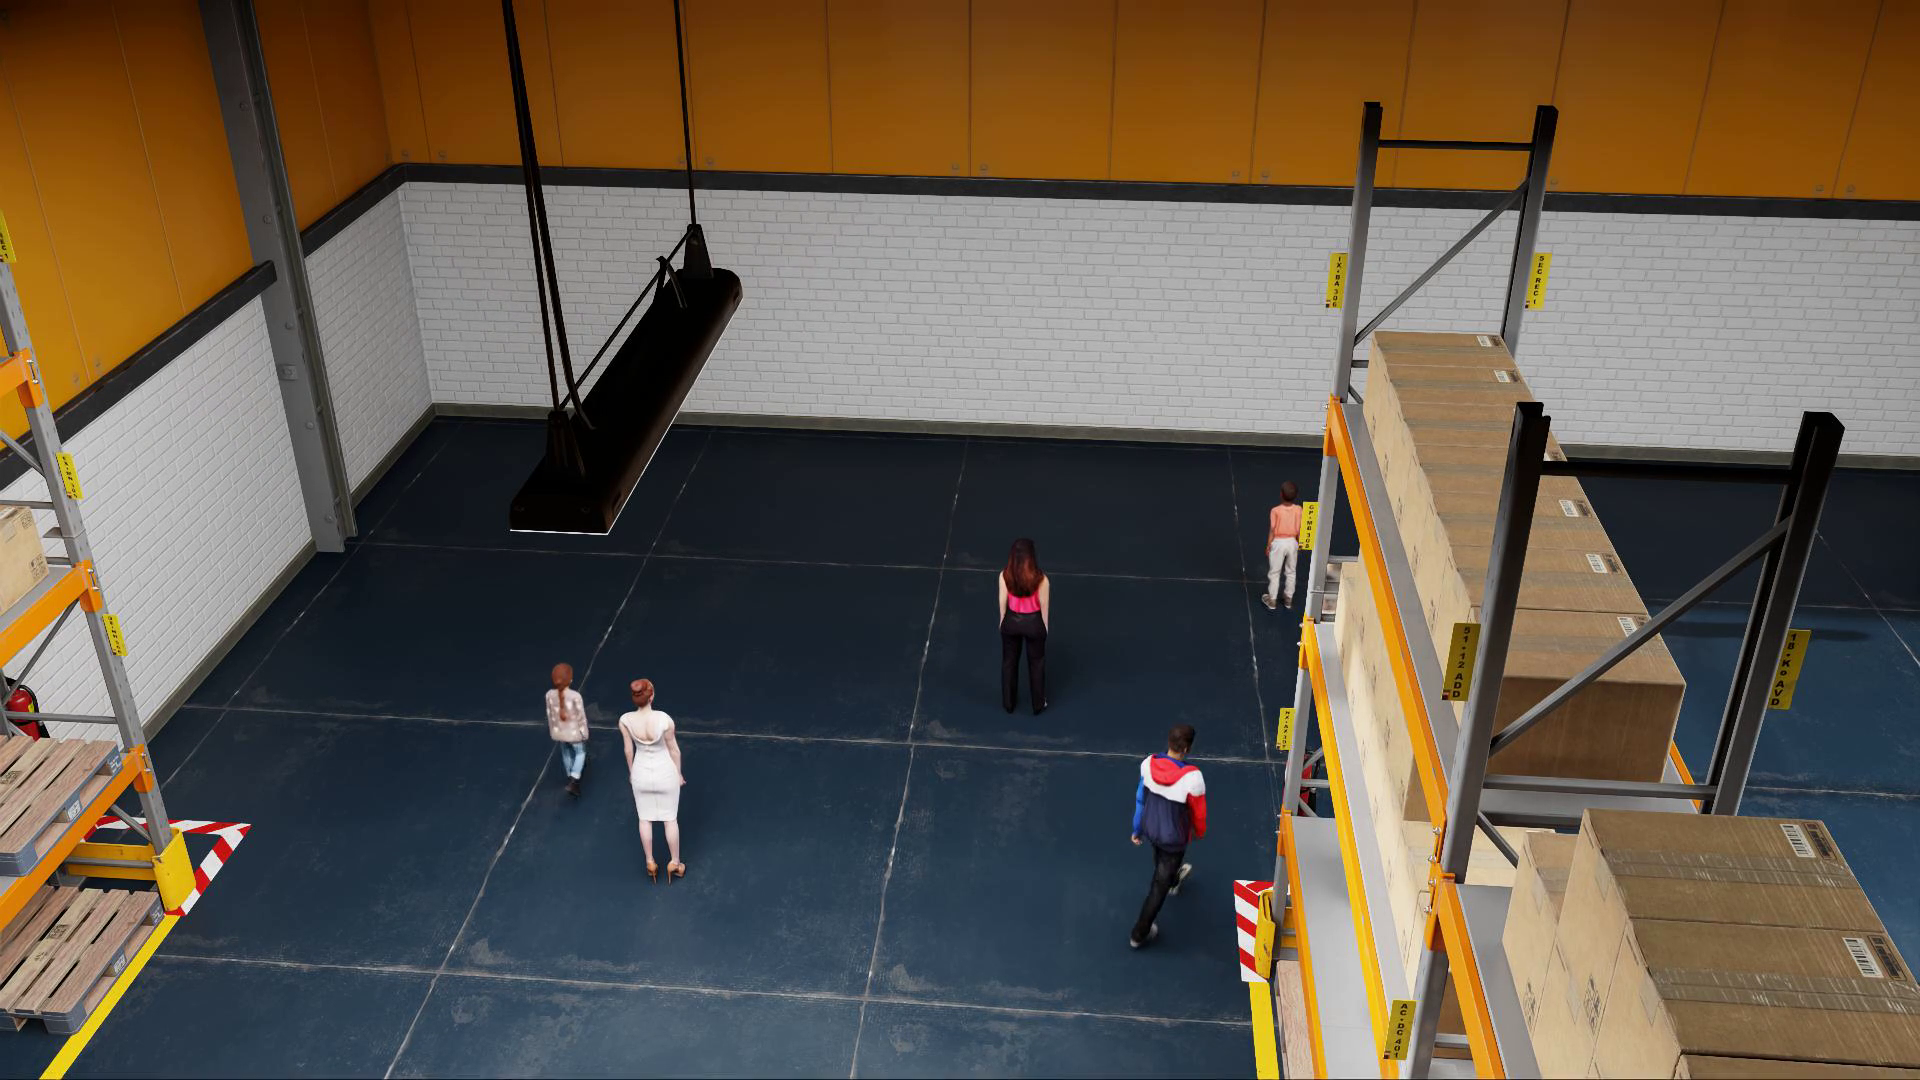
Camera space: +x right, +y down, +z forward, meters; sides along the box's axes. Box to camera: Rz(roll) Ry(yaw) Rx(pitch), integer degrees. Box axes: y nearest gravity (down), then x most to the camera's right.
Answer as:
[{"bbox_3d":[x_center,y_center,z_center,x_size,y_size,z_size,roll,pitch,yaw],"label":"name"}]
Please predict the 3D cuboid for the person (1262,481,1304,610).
[{"bbox_3d":[3.061,0.041,15.704,0.519,1.310,0.516,-3,29,-6],"label":"person"}]

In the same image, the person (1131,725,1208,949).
[{"bbox_3d":[1.381,2.087,11.523,1.045,1.722,1.199,21,35,33],"label":"person"}]

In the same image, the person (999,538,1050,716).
[{"bbox_3d":[0.544,0.729,14.079,0.611,1.660,0.554,6,29,11],"label":"person"}]

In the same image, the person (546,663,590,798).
[{"bbox_3d":[-3.109,1.520,13.123,0.492,1.187,0.655,3,29,6],"label":"person"}]

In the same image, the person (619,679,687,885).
[{"bbox_3d":[-2.226,1.742,12.083,0.563,1.793,0.459,2,29,4],"label":"person"}]
